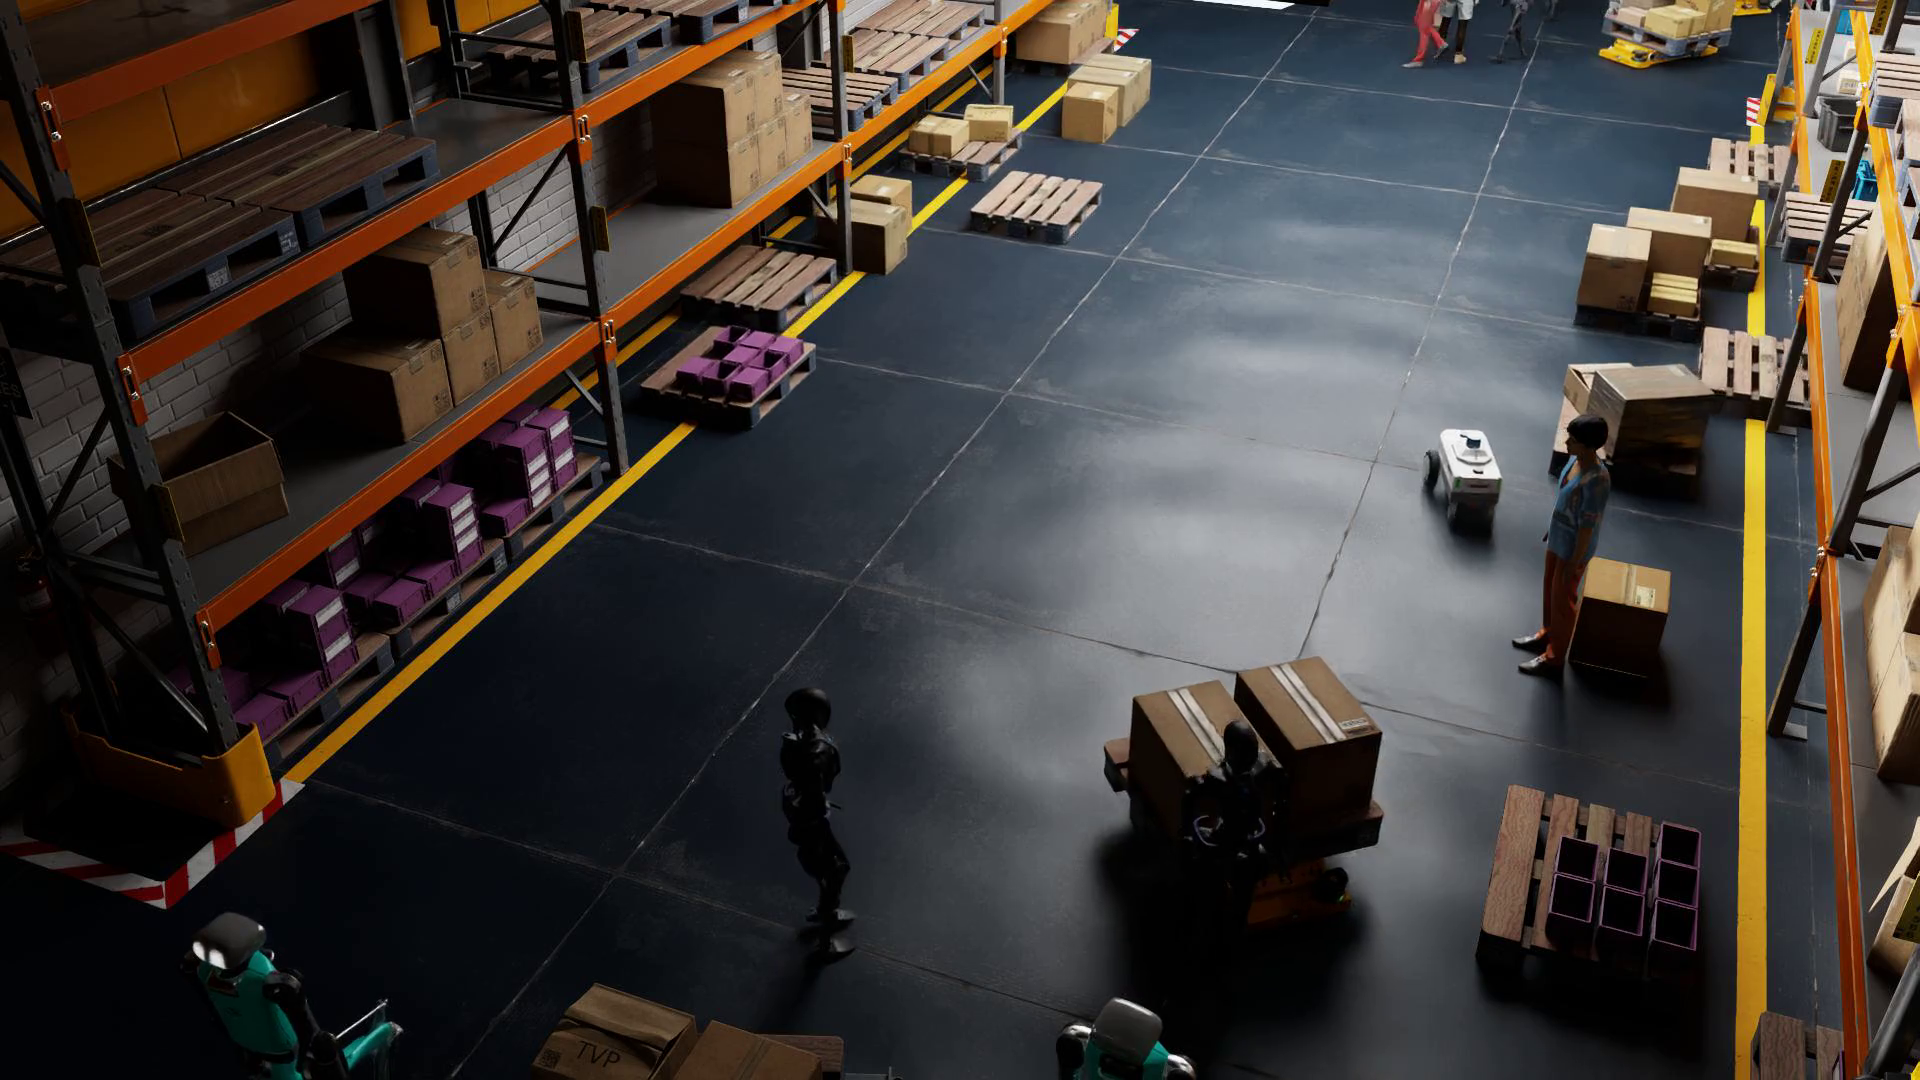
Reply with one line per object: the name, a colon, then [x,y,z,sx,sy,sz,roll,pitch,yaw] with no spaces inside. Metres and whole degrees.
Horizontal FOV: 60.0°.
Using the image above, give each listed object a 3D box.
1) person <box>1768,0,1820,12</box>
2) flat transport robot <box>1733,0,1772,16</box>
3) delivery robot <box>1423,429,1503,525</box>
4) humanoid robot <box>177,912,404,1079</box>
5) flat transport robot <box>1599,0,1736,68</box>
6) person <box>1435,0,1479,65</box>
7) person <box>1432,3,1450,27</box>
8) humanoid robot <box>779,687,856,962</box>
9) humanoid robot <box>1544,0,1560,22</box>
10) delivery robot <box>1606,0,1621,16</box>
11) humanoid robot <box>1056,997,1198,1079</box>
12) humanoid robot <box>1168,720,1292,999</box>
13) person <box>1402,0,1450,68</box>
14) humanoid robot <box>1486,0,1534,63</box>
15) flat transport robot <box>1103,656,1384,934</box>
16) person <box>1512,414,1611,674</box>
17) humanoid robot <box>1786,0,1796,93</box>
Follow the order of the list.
person: [11.469,-7.932,22.590,0.473,1.629,0.914,-19,38,-27]
flat transport robot: [10.716,-7.675,23.471,0.659,0.231,1.431,-8,34,-13]
delivery robot: [3.695,-0.500,12.118,0.499,0.612,0.815,2,33,3]
humanoid robot: [-2.722,2.097,7.002,0.542,1.726,1.036,10,34,15]
flat transport robot: [8.988,-6.328,21.385,1.431,0.231,0.659,-16,36,-24]
person: [6.273,-6.844,20.871,0.533,1.692,0.320,22,39,30]
person: [6.465,-7.813,22.293,0.306,1.778,0.460,-19,38,-27]
humanoid robot: [-0.695,1.401,8.121,0.315,1.645,0.609,-8,34,-11]
humanoid robot: [8.134,-7.938,22.588,0.590,1.633,0.608,23,39,31]
delivery robot: [9.239,-7.400,22.774,0.789,0.587,0.499,-20,38,-28]
humanoid robot: [0.519,2.534,6.237,0.531,1.708,0.730,12,35,18]
humanoid robot: [1.296,1.525,7.934,0.612,1.655,0.312,-9,34,-13]
person: [5.872,-6.731,20.638,0.479,1.755,0.534,5,33,7]
humanoid robot: [7.003,-6.845,20.910,0.691,1.629,0.584,-8,34,-12]
flat transport robot: [1.523,1.559,9.179,0.659,0.231,1.431,-10,34,-15]
person: [3.712,0.025,10.182,0.335,1.759,0.495,2,33,3]
humanoid robot: [10.060,-6.037,19.637,0.806,1.816,0.539,23,39,31]
